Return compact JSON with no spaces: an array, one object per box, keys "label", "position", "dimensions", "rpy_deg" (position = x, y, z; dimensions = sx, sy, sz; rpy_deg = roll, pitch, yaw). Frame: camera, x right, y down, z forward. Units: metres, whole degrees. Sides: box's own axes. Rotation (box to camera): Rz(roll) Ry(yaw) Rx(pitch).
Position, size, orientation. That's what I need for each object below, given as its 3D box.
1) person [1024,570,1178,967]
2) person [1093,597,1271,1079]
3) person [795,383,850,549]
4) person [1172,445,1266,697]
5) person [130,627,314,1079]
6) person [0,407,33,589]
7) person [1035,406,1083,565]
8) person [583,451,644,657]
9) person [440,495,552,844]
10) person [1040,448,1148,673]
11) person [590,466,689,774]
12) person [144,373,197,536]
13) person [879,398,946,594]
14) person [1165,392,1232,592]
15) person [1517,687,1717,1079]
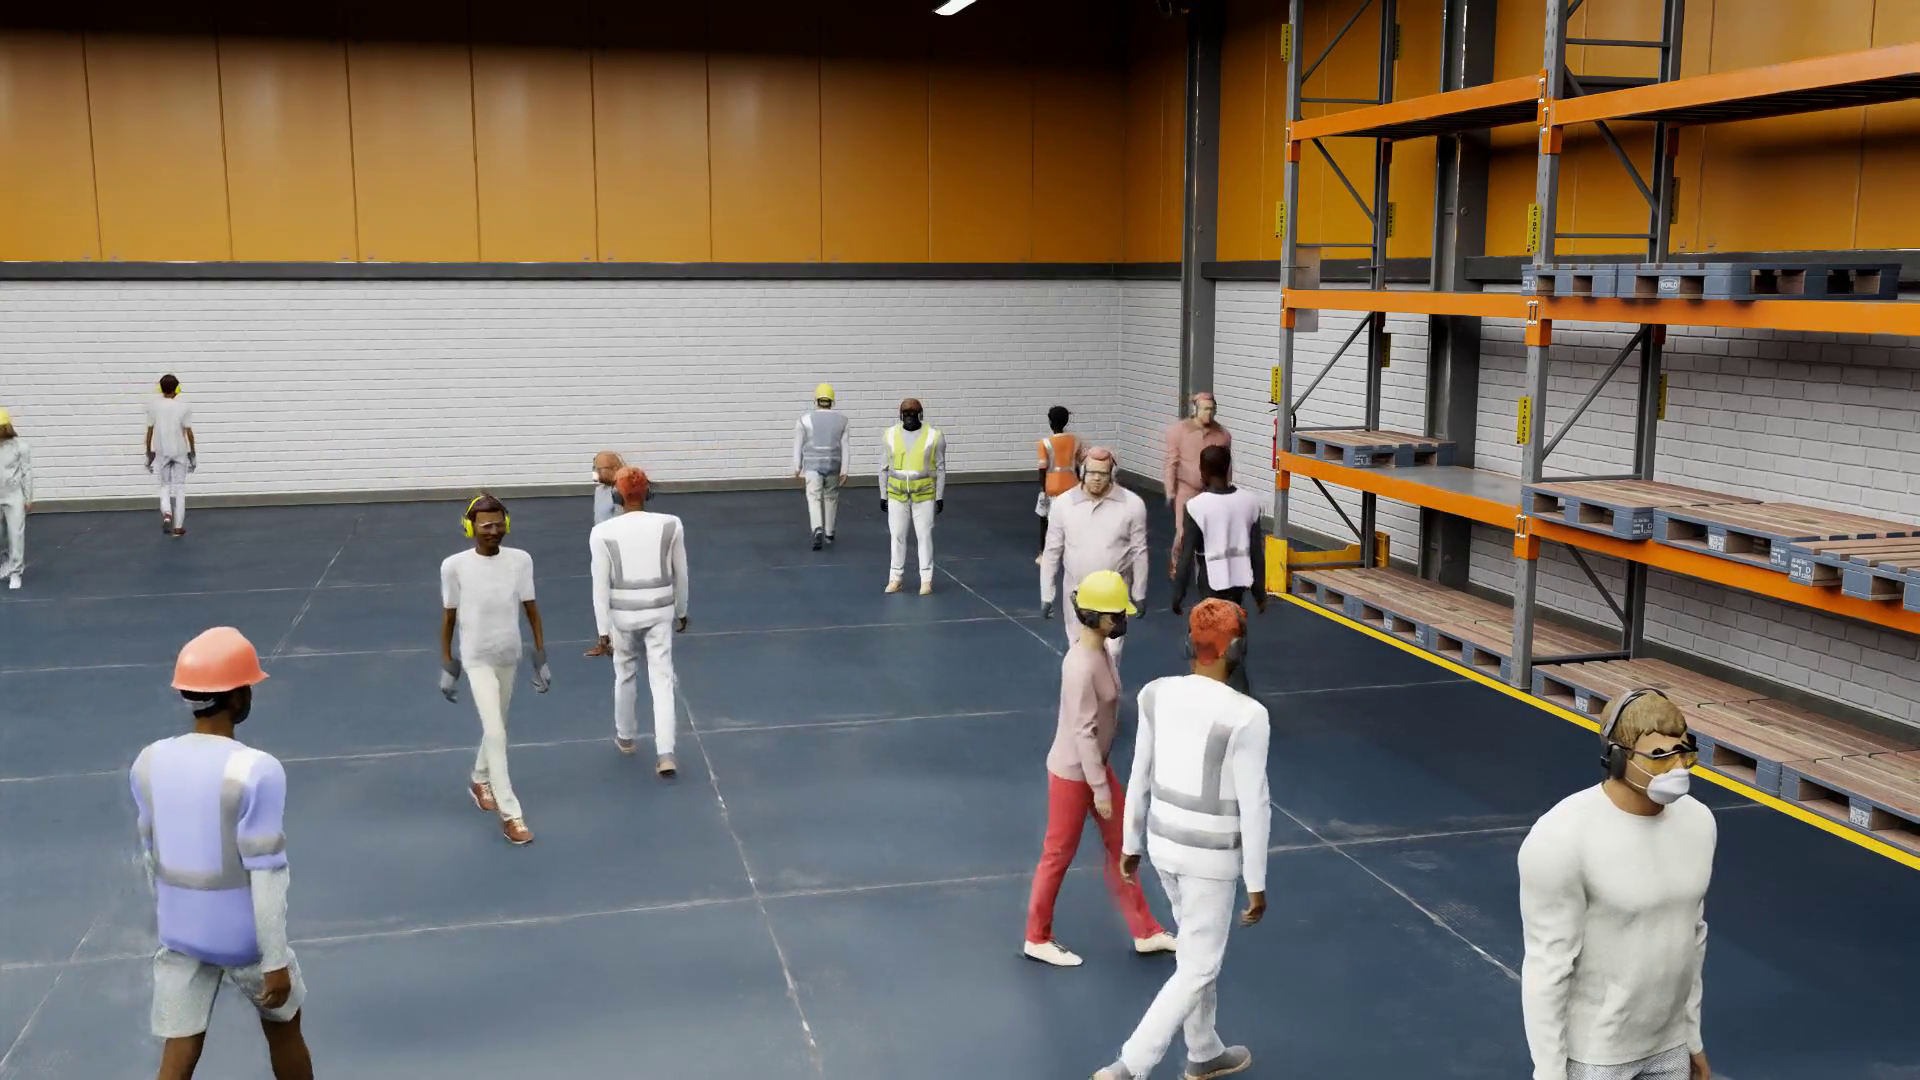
[{"label":"person","position":[0.648,0.991,7.069],"dimensions":[0.795,1.734,0.545],"rpy_deg":[3,10,17]},{"label":"person","position":[0.764,1.131,5.874],"dimensions":[0.823,1.859,0.635],"rpy_deg":[-7,12,-38]},{"label":"person","position":[-1.492,-0.808,18.127],"dimensions":[0.595,1.803,0.836],"rpy_deg":[-2,9,-10]},{"label":"person","position":[1.695,0.297,11.053],"dimensions":[0.601,1.850,1.032],"rpy_deg":[-5,10,-30]},{"label":"person","position":[-2.322,1.206,5.288],"dimensions":[0.561,1.884,0.980],"rpy_deg":[2,9,14]},{"label":"person","position":[-9.080,-0.408,15.814],"dimensions":[0.507,1.728,0.432],"rpy_deg":[-3,9,-15]},{"label":"person","position":[1.026,-0.521,16.737],"dimensions":[0.532,1.669,0.820],"rpy_deg":[-4,10,-23]},{"label":"person","position":[-2.688,0.095,13.057],"dimensions":[0.585,1.614,0.503],"rpy_deg":[-6,11,-35]},{"label":"person","position":[-2.515,0.649,8.981],"dimensions":[0.538,1.824,0.969],"rpy_deg":[-7,11,-37]},{"label":"person","position":[0.838,0.351,10.632],"dimensions":[0.685,1.874,0.739],"rpy_deg":[2,9,14]},{"label":"person","position":[-1.917,0.472,10.043],"dimensions":[0.589,1.839,0.994],"rpy_deg":[-3,9,-16]},{"label":"person","position":[-8.976,-0.963,18.910],"dimensions":[0.550,1.852,0.409],"rpy_deg":[-2,9,-13]},{"label":"person","position":[-0.452,-0.408,15.493],"dimensions":[0.634,1.839,0.429],"rpy_deg":[2,9,9]},{"label":"person","position":[2.220,-0.444,15.527],"dimensions":[0.648,1.891,0.529],"rpy_deg":[-2,9,-10]},{"label":"person","position":[1.723,1.329,4.346],"dimensions":[0.629,1.940,0.373],"rpy_deg":[-5,10,-28]}]
